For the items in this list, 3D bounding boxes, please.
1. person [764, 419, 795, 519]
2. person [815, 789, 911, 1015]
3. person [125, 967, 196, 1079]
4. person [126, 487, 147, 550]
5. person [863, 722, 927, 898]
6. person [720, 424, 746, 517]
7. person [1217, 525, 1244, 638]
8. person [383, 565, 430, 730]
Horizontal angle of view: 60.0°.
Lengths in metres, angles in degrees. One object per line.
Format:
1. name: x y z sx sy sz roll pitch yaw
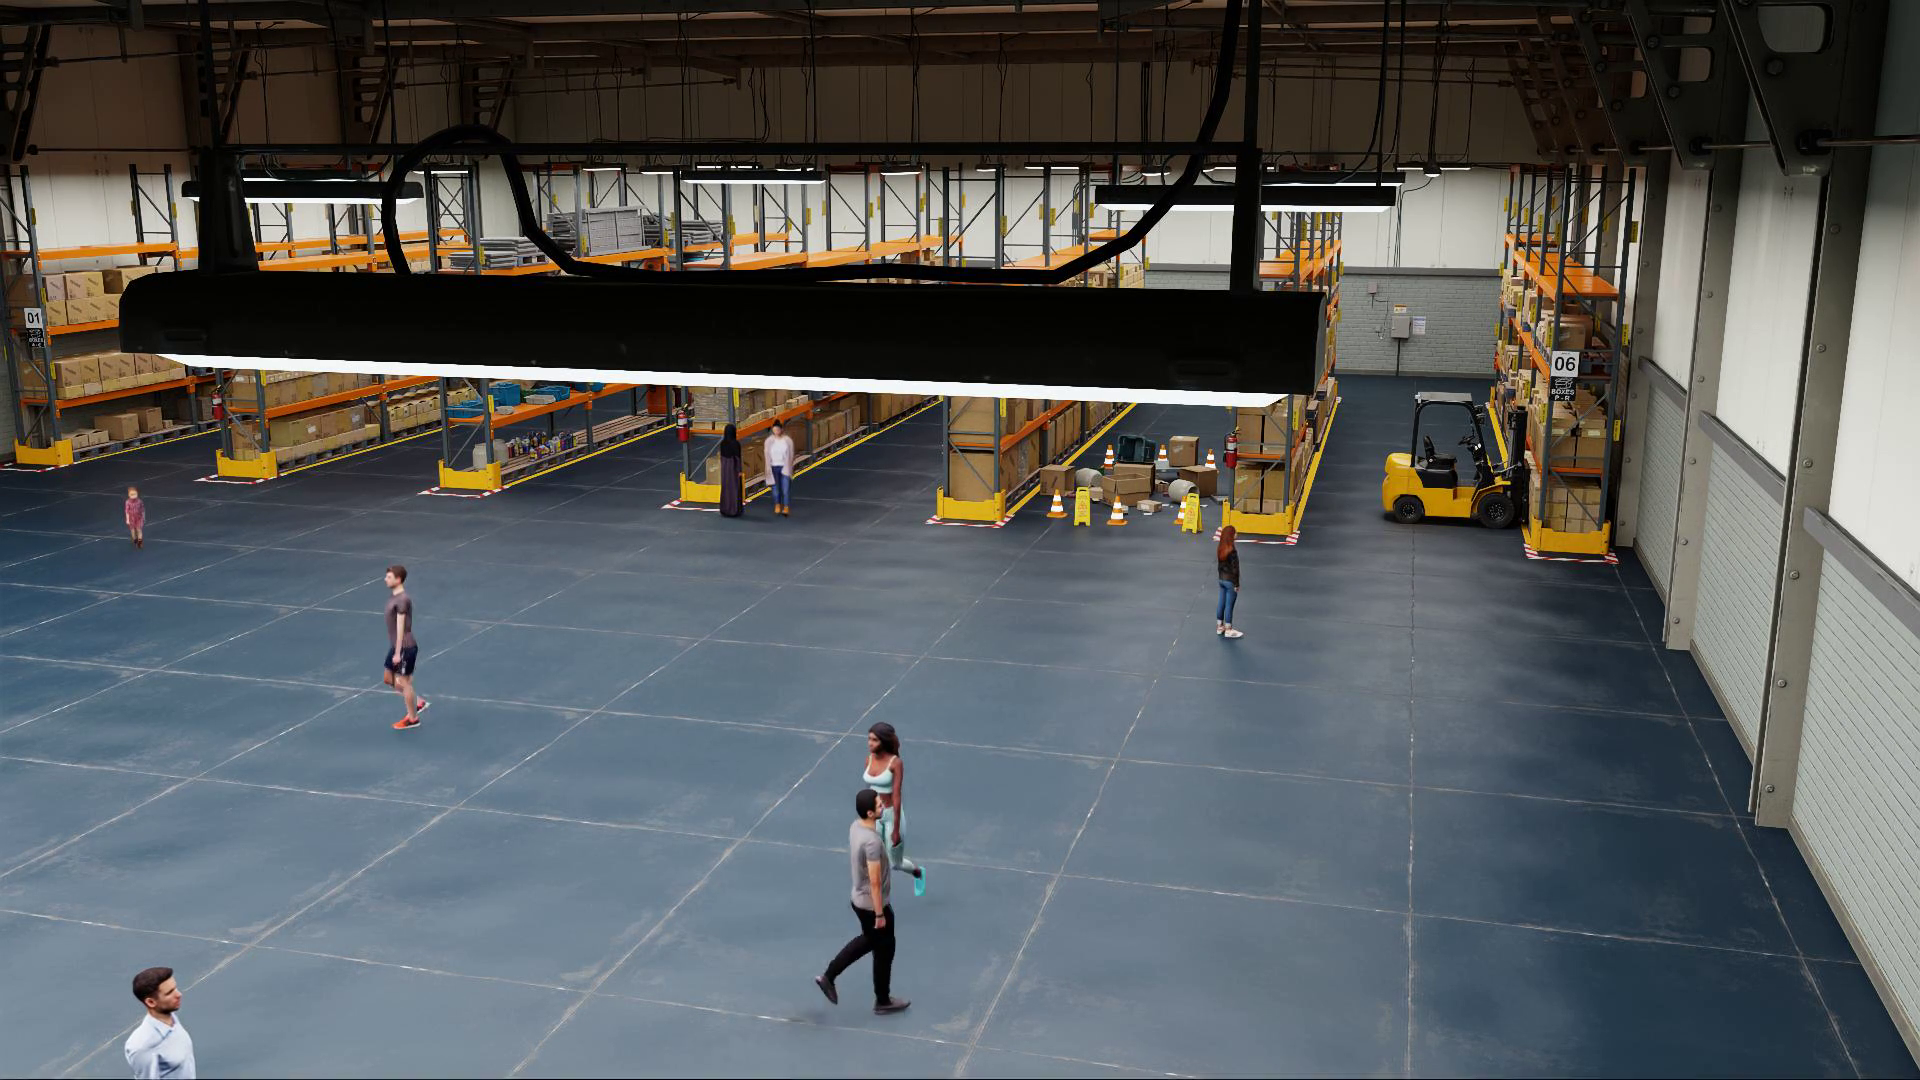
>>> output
1. person: -3.163 -1.245 29.058 0.866 1.695 1.155 -1 13 -3
2. person: -0.719 2.656 12.119 0.977 1.737 0.973 -5 14 -19
3. person: -4.415 3.248 9.317 0.796 1.848 0.680 -2 13 -8
4. person: -13.269 -0.369 26.802 0.514 1.007 0.577 -9 16 -34
5. person: -0.552 2.308 13.682 0.777 1.710 0.990 10 16 37
6. person: -4.031 -1.241 29.228 0.707 1.612 0.728 10 16 37
7. person: 3.527 0.528 21.872 0.700 1.483 0.622 -6 14 -23
8. person: -6.048 1.176 18.282 0.884 1.840 0.824 -7 15 -29
